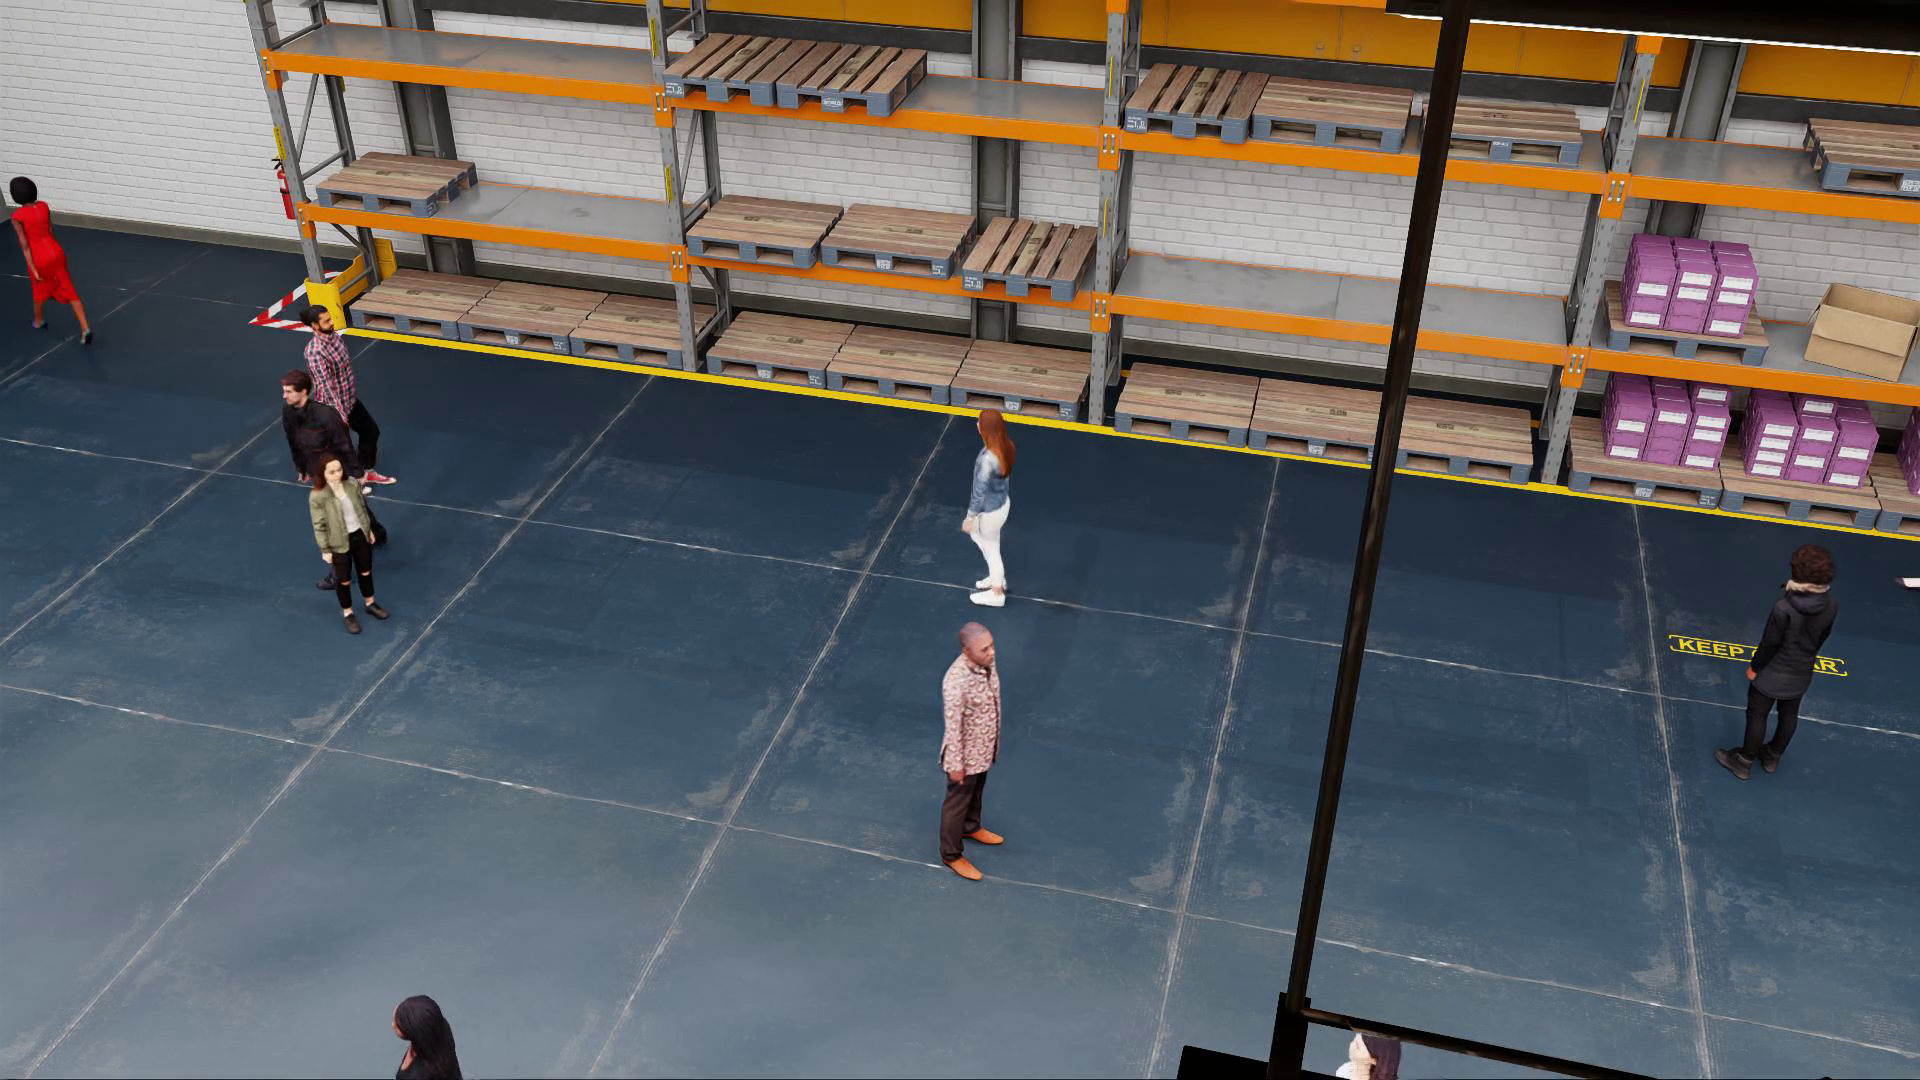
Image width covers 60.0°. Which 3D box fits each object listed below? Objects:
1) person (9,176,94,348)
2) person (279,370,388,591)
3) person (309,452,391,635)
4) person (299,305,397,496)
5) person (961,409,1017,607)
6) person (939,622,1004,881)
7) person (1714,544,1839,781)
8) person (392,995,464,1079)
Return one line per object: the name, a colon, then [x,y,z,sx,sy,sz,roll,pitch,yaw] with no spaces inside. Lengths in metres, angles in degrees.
person: [-8.781,-2.654,16.130,1.142,1.699,0.748,16,37,22]
person: [-4.781,-0.547,12.890,1.127,1.777,0.971,18,37,24]
person: [-4.554,-0.007,12.350,0.641,1.476,0.654,26,41,33]
person: [-5.230,-1.145,13.814,0.758,1.750,0.758,3,34,4]
person: [0.314,-0.206,12.455,0.548,1.691,0.615,8,35,13]
person: [0.056,1.238,10.178,0.647,1.807,0.734,15,36,21]
person: [5.378,0.816,10.840,0.663,1.777,0.774,-7,34,-10]
person: [-2.364,2.805,7.948,1.282,1.667,0.968,-5,34,-8]
